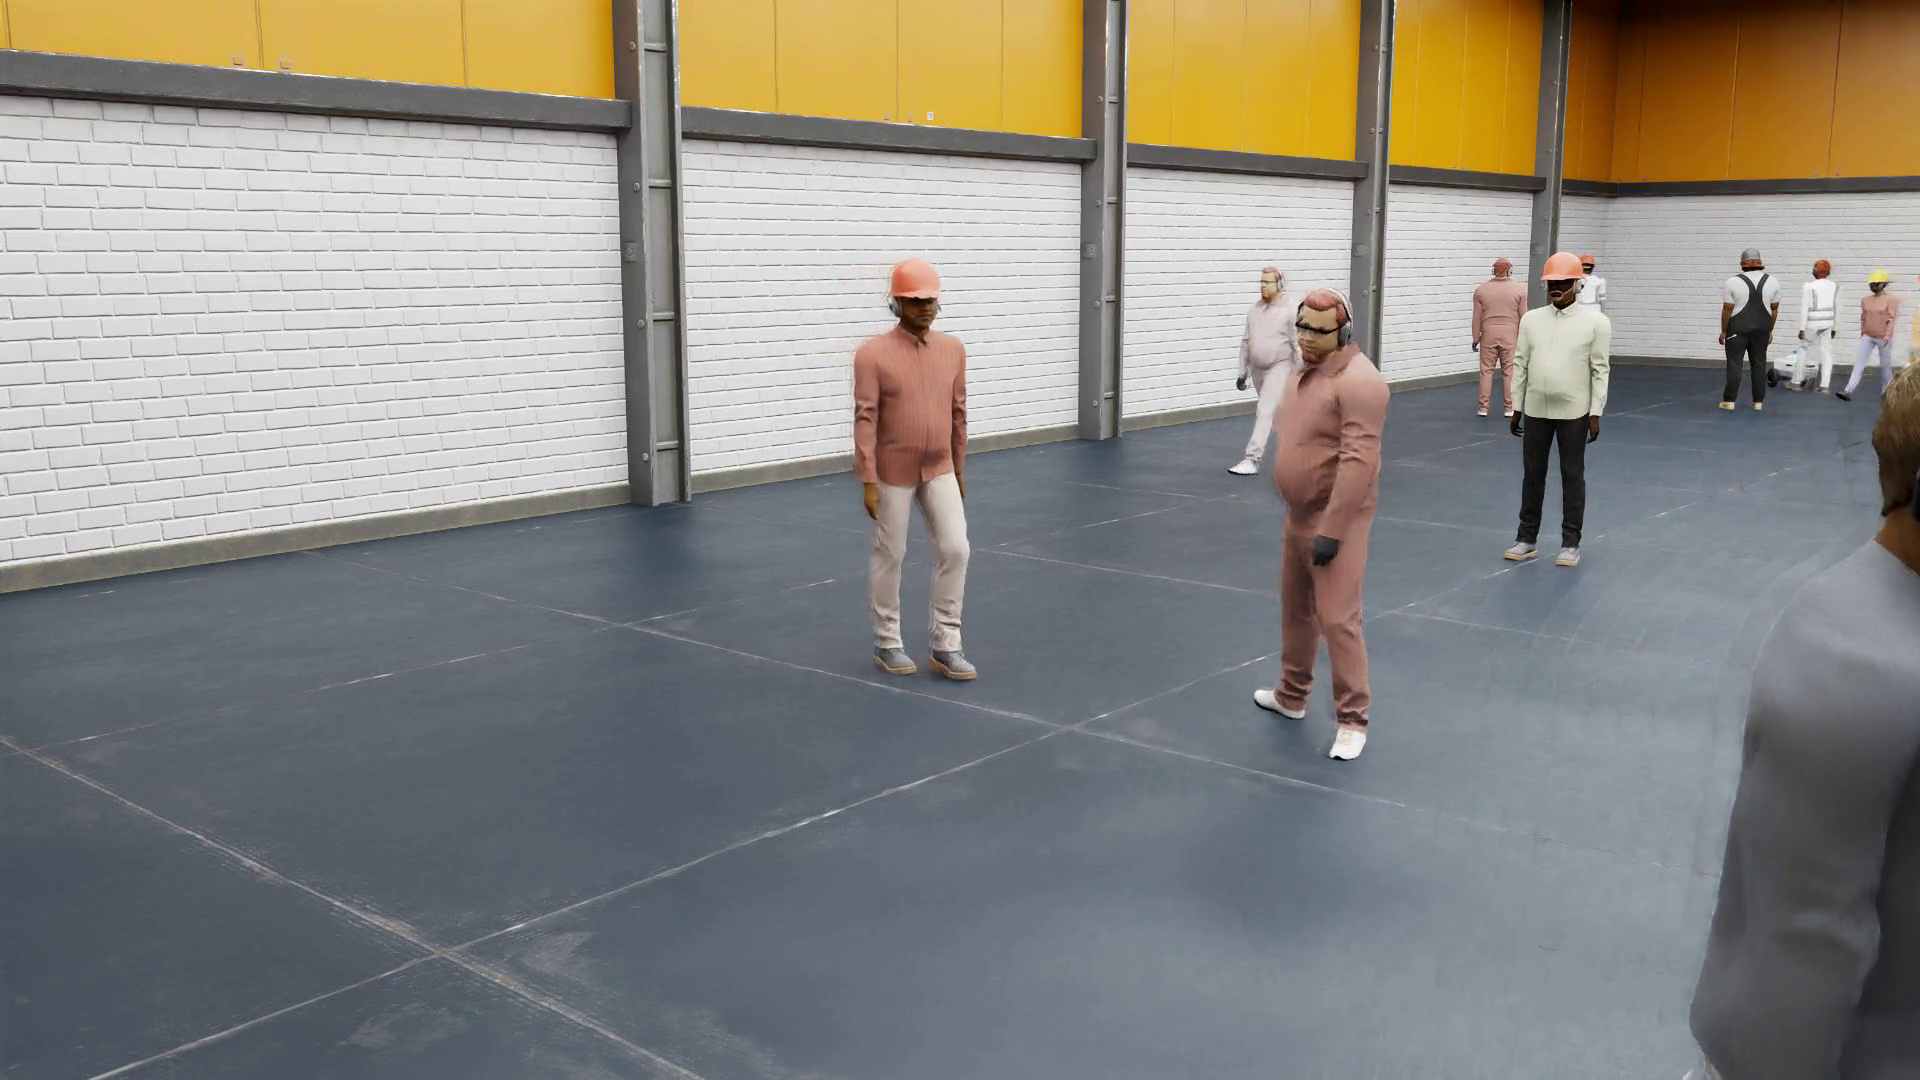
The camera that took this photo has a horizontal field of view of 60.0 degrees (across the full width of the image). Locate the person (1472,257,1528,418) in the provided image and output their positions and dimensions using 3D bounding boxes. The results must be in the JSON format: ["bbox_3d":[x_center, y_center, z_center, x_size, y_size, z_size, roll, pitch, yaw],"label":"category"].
[{"bbox_3d":[6.461,-2.418,19.927,0.640,1.910,0.407,4,11,22],"label":"person"}]

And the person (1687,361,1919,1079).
[{"bbox_3d":[1.081,0.684,2.221,0.612,1.926,0.646,8,12,37],"label":"person"}]

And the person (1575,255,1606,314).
[{"bbox_3d":[9.597,-3.380,25.402,0.728,1.909,0.573,4,11,22],"label":"person"}]

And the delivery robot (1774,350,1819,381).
[{"bbox_3d":[12.045,-2.497,23.956,0.477,0.478,0.707,0,10,-1],"label":"delivery robot"}]

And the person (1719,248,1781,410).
[{"bbox_3d":[9.875,-2.657,20.906,0.677,2.000,0.536,1,10,6],"label":"person"}]

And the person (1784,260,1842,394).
[{"bbox_3d":[12.008,-2.995,23.369,0.604,1.844,0.891,-1,10,-4],"label":"person"}]

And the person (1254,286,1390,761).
[{"bbox_3d":[1.447,-0.104,6.878,0.393,1.877,0.873,-2,10,-14],"label":"person"}]

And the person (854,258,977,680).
[{"bbox_3d":[-0.189,-0.309,7.736,0.651,1.964,0.742,-6,11,-30],"label":"person"}]

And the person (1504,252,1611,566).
[{"bbox_3d":[3.823,-0.835,10.666,0.612,1.995,0.382,8,13,39],"label":"person"}]

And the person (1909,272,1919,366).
[{"bbox_3d":[7.893,-1.299,13.508,0.487,1.922,0.577,-1,10,-3],"label":"person"}]

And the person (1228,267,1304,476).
[{"bbox_3d":[2.806,-1.525,14.995,1.006,1.865,0.667,-7,12,-34],"label":"person"}]

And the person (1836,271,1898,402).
[{"bbox_3d":[11.951,-2.647,21.766,0.903,1.723,0.531,-6,12,-30],"label":"person"}]
